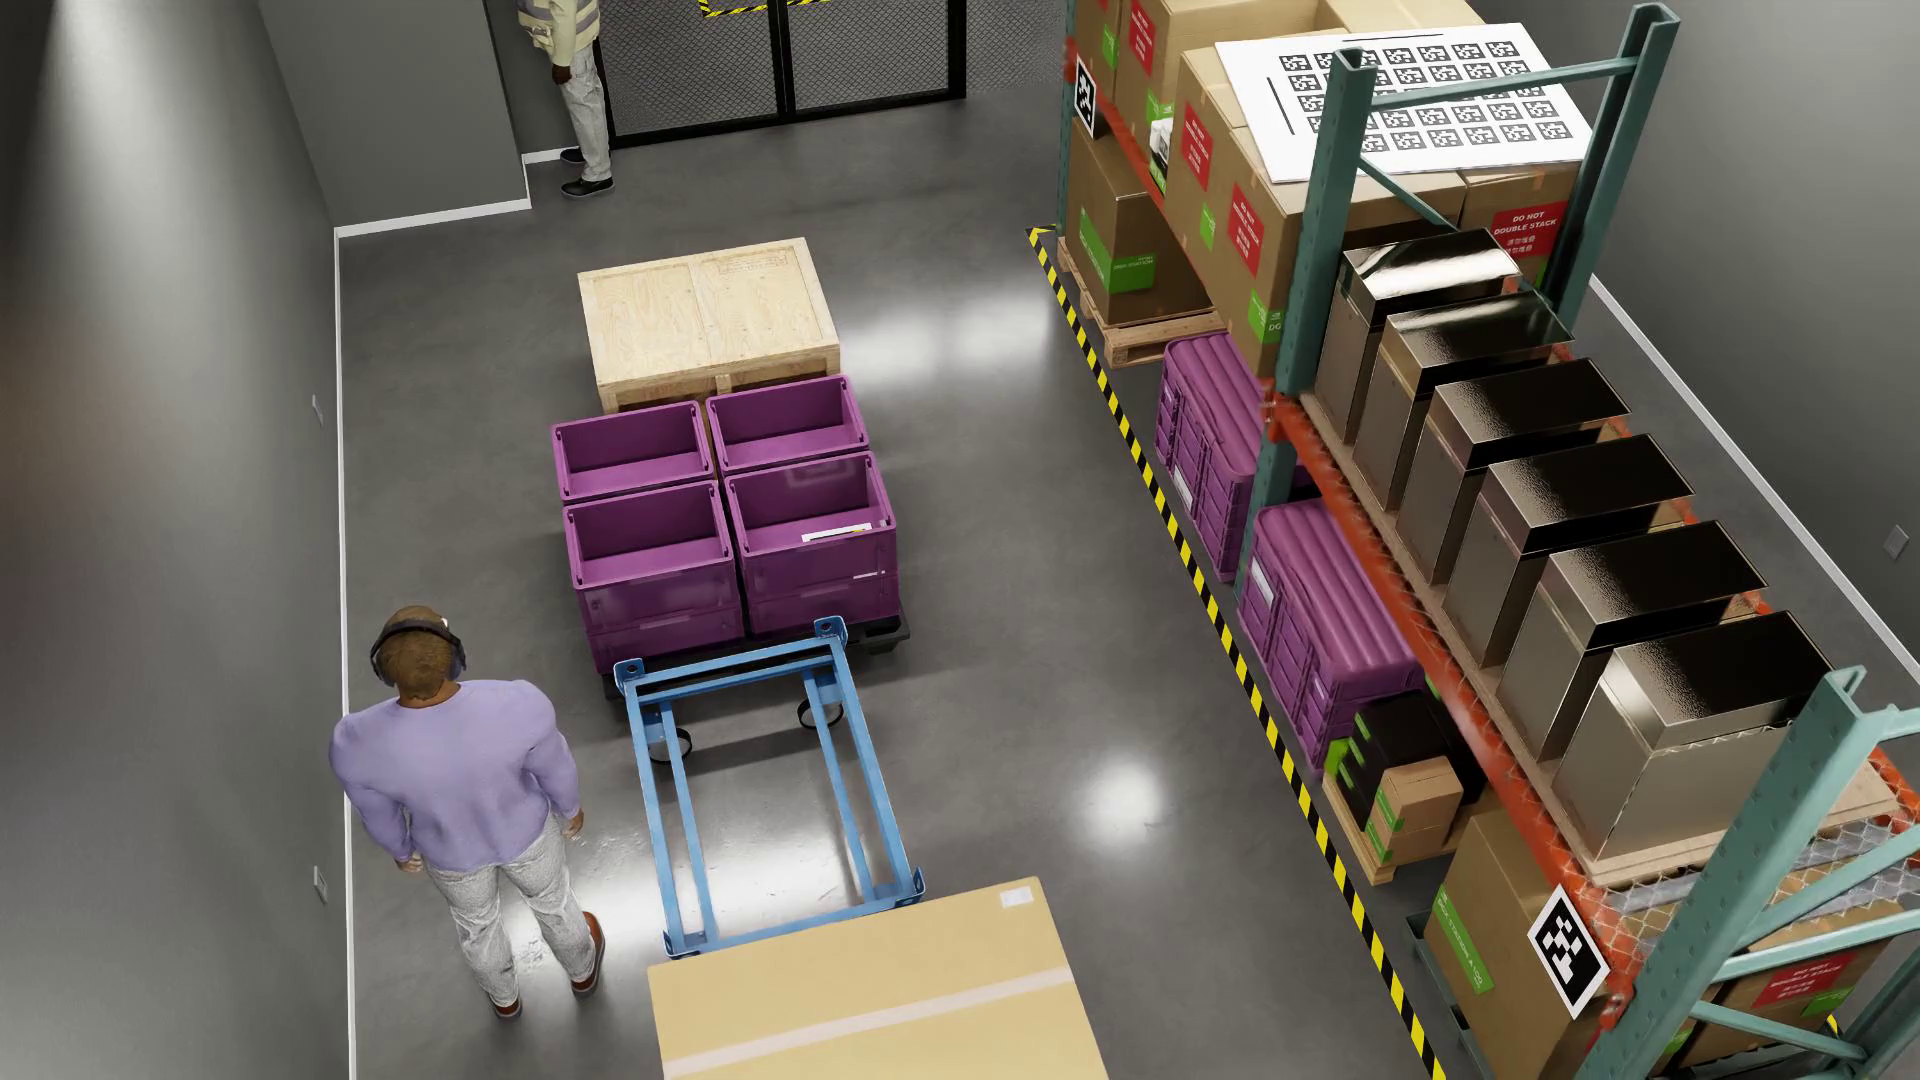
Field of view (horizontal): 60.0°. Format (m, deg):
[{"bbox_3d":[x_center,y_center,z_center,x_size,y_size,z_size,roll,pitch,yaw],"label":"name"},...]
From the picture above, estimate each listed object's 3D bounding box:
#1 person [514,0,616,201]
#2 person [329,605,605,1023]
[{"bbox_3d":[-1.991,-2.566,8.313,0.404,1.833,0.589,-6,48,-5],"label":"person"},{"bbox_3d":[-1.458,0.874,5.084,0.631,1.940,0.372,-13,49,-12],"label":"person"}]
